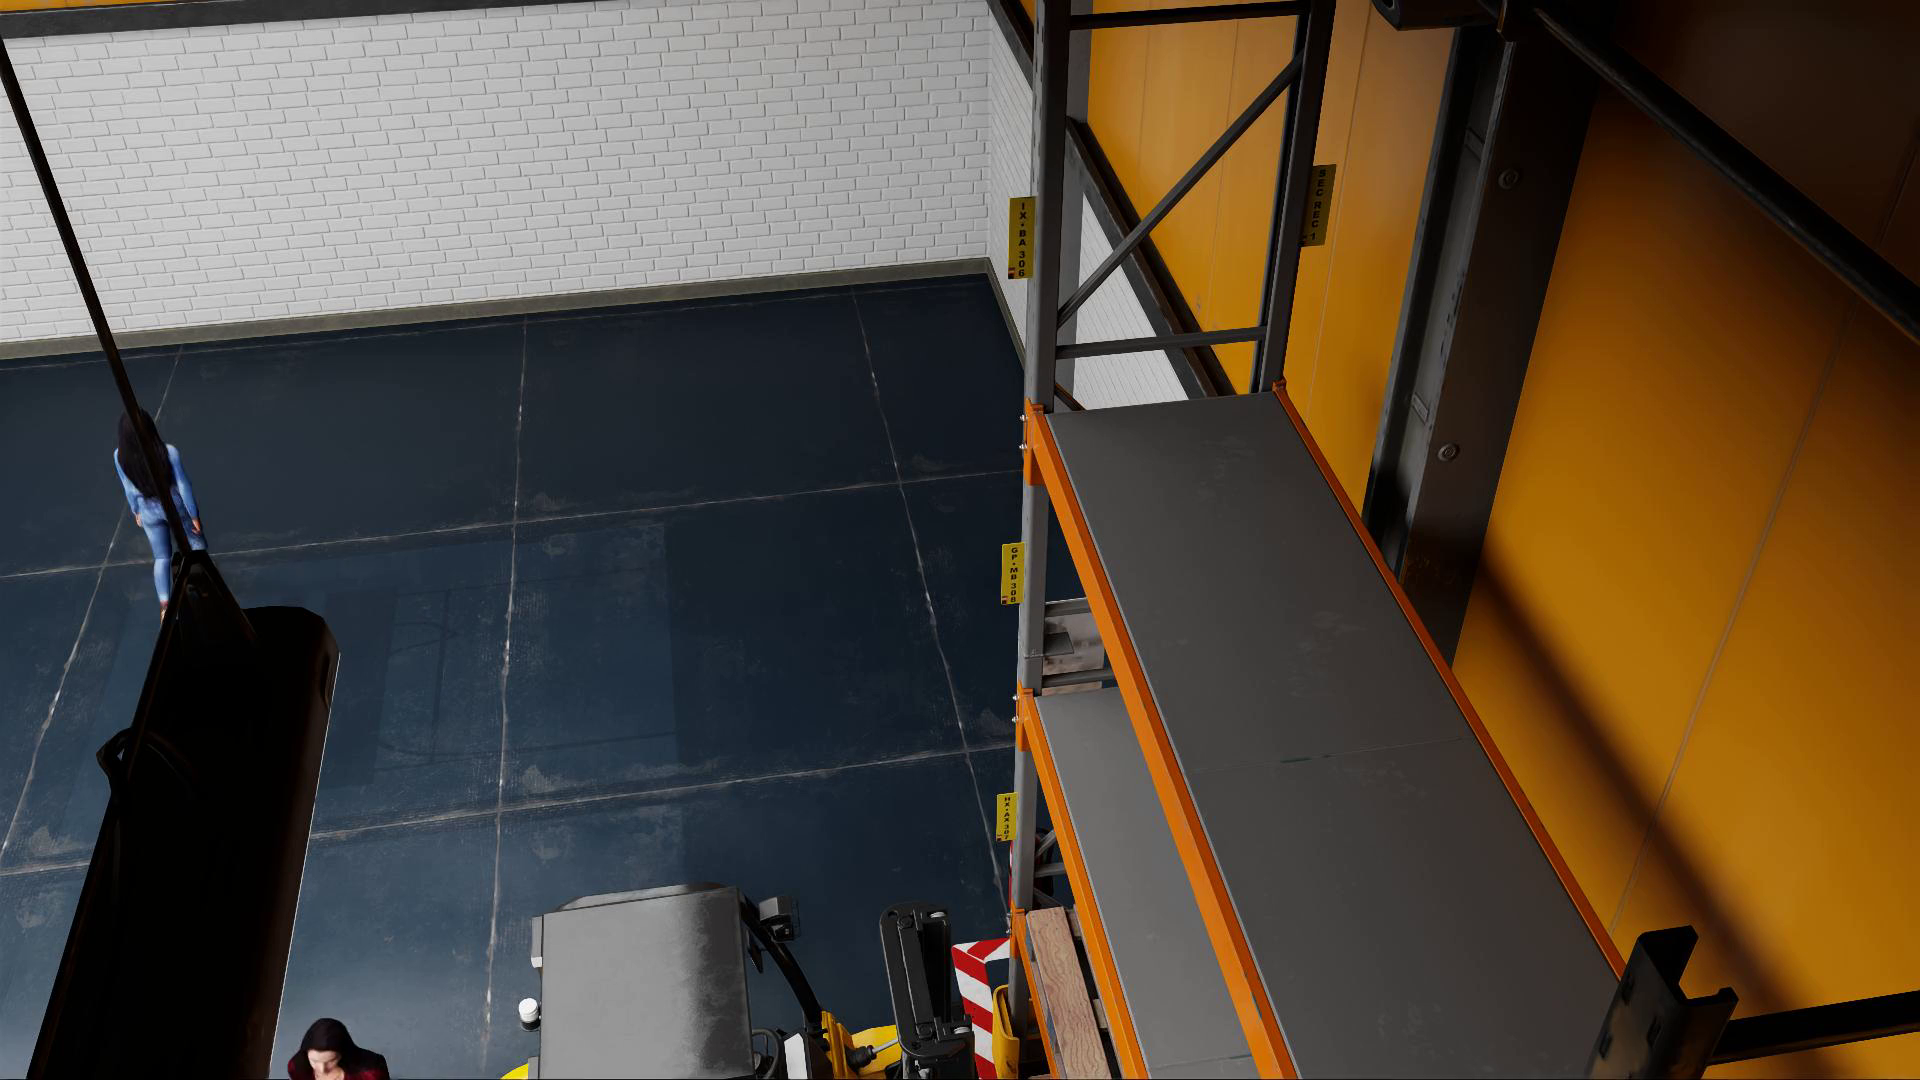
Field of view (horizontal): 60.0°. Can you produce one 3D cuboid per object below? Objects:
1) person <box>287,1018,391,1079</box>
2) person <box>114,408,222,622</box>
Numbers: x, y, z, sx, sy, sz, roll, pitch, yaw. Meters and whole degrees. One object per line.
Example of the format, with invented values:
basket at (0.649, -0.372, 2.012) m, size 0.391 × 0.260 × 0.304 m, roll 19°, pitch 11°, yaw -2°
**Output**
person at (-2.764, 2.728, 7.846) m, size 0.808 × 1.717 × 1.106 m, roll 3°, pitch 39°, yaw 4°
person at (-5.461, -0.110, 11.428) m, size 0.604 × 1.683 × 1.087 m, roll -6°, pitch 39°, yaw -7°
